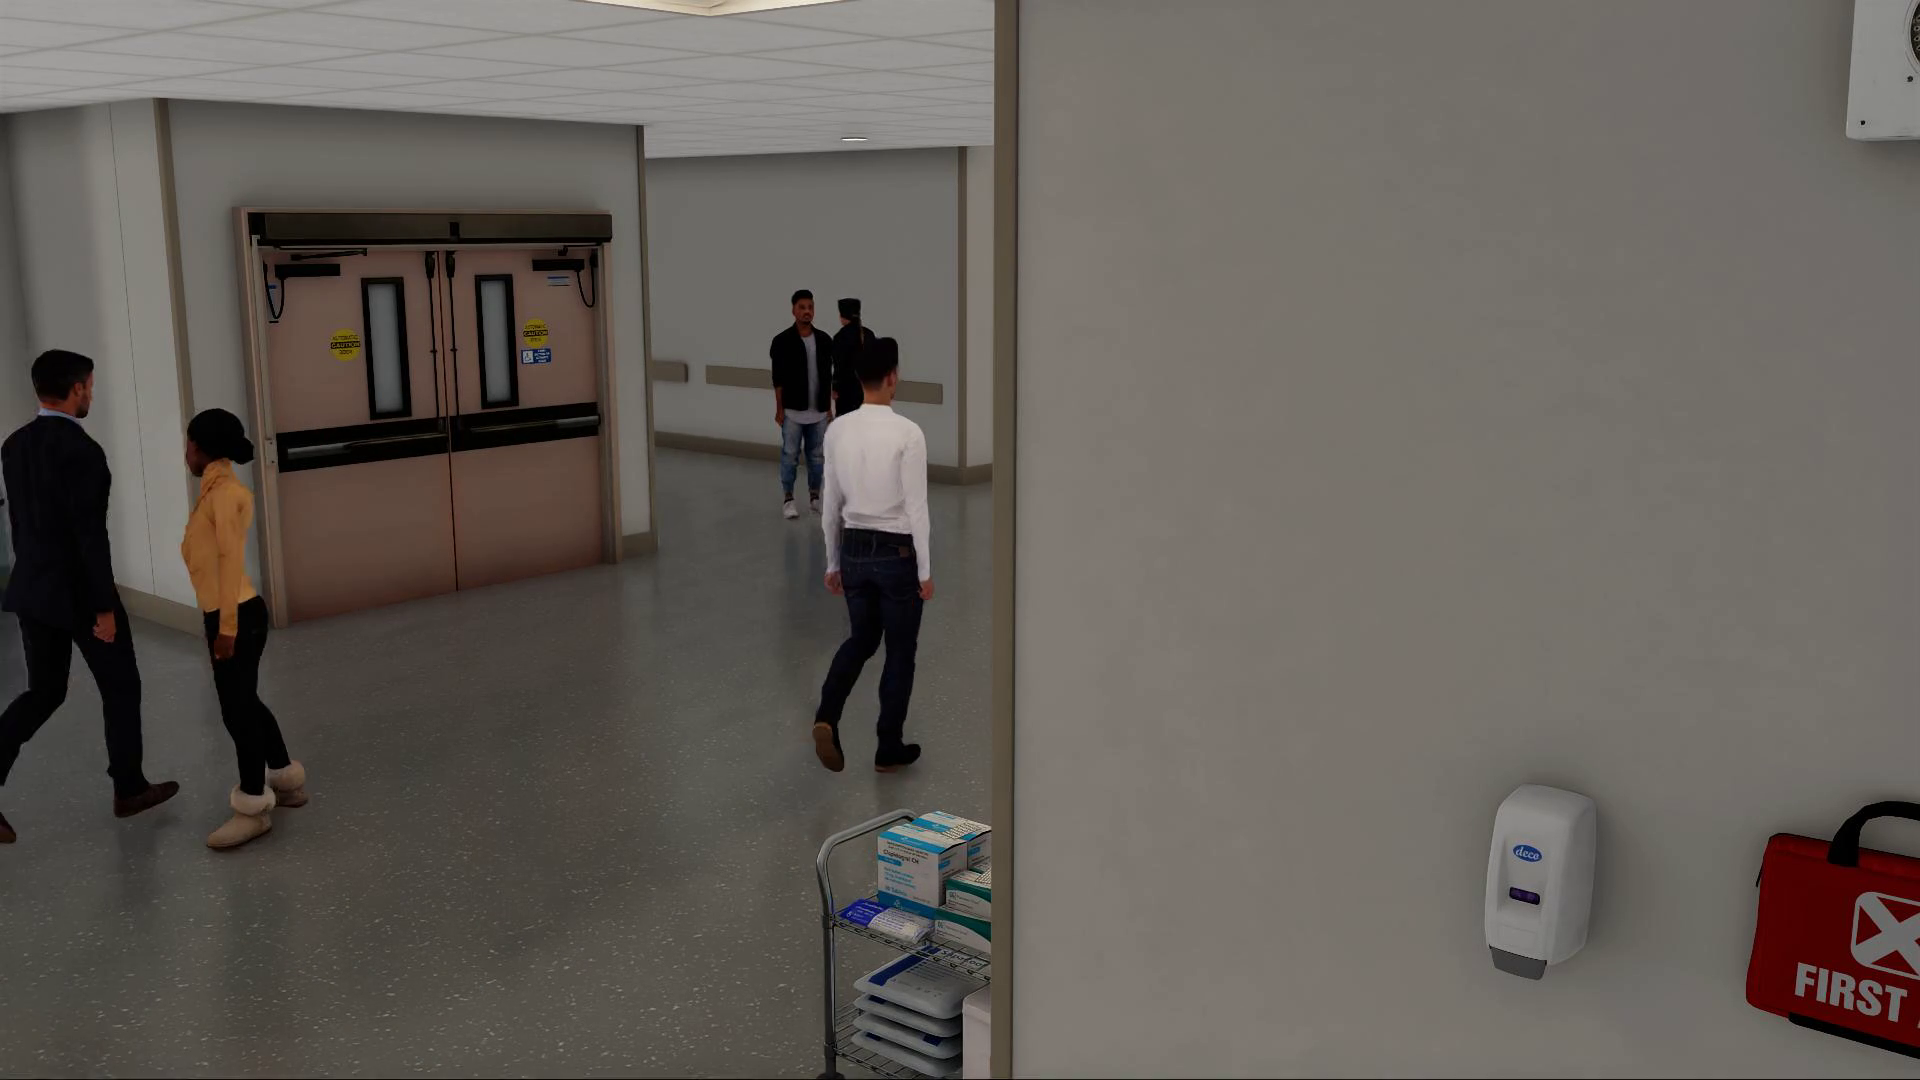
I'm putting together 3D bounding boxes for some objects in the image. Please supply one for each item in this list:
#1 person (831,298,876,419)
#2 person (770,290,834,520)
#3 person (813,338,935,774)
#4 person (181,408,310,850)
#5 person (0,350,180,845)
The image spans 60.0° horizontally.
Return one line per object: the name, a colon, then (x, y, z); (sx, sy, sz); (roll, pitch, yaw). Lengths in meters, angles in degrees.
person: (-0.954, -1.327, 14.928); (0.779, 1.671, 0.584); (7, 13, 34)
person: (-1.260, -1.103, 13.359); (0.676, 1.814, 0.830); (-6, 12, -28)
person: (-0.377, 0.106, 6.896); (0.717, 1.848, 0.955); (6, 12, 29)
person: (-2.749, 0.330, 6.296); (0.770, 1.632, 0.778); (-9, 14, -38)
person: (-3.429, 0.241, 6.235); (0.918, 1.830, 1.205); (4, 12, 21)
